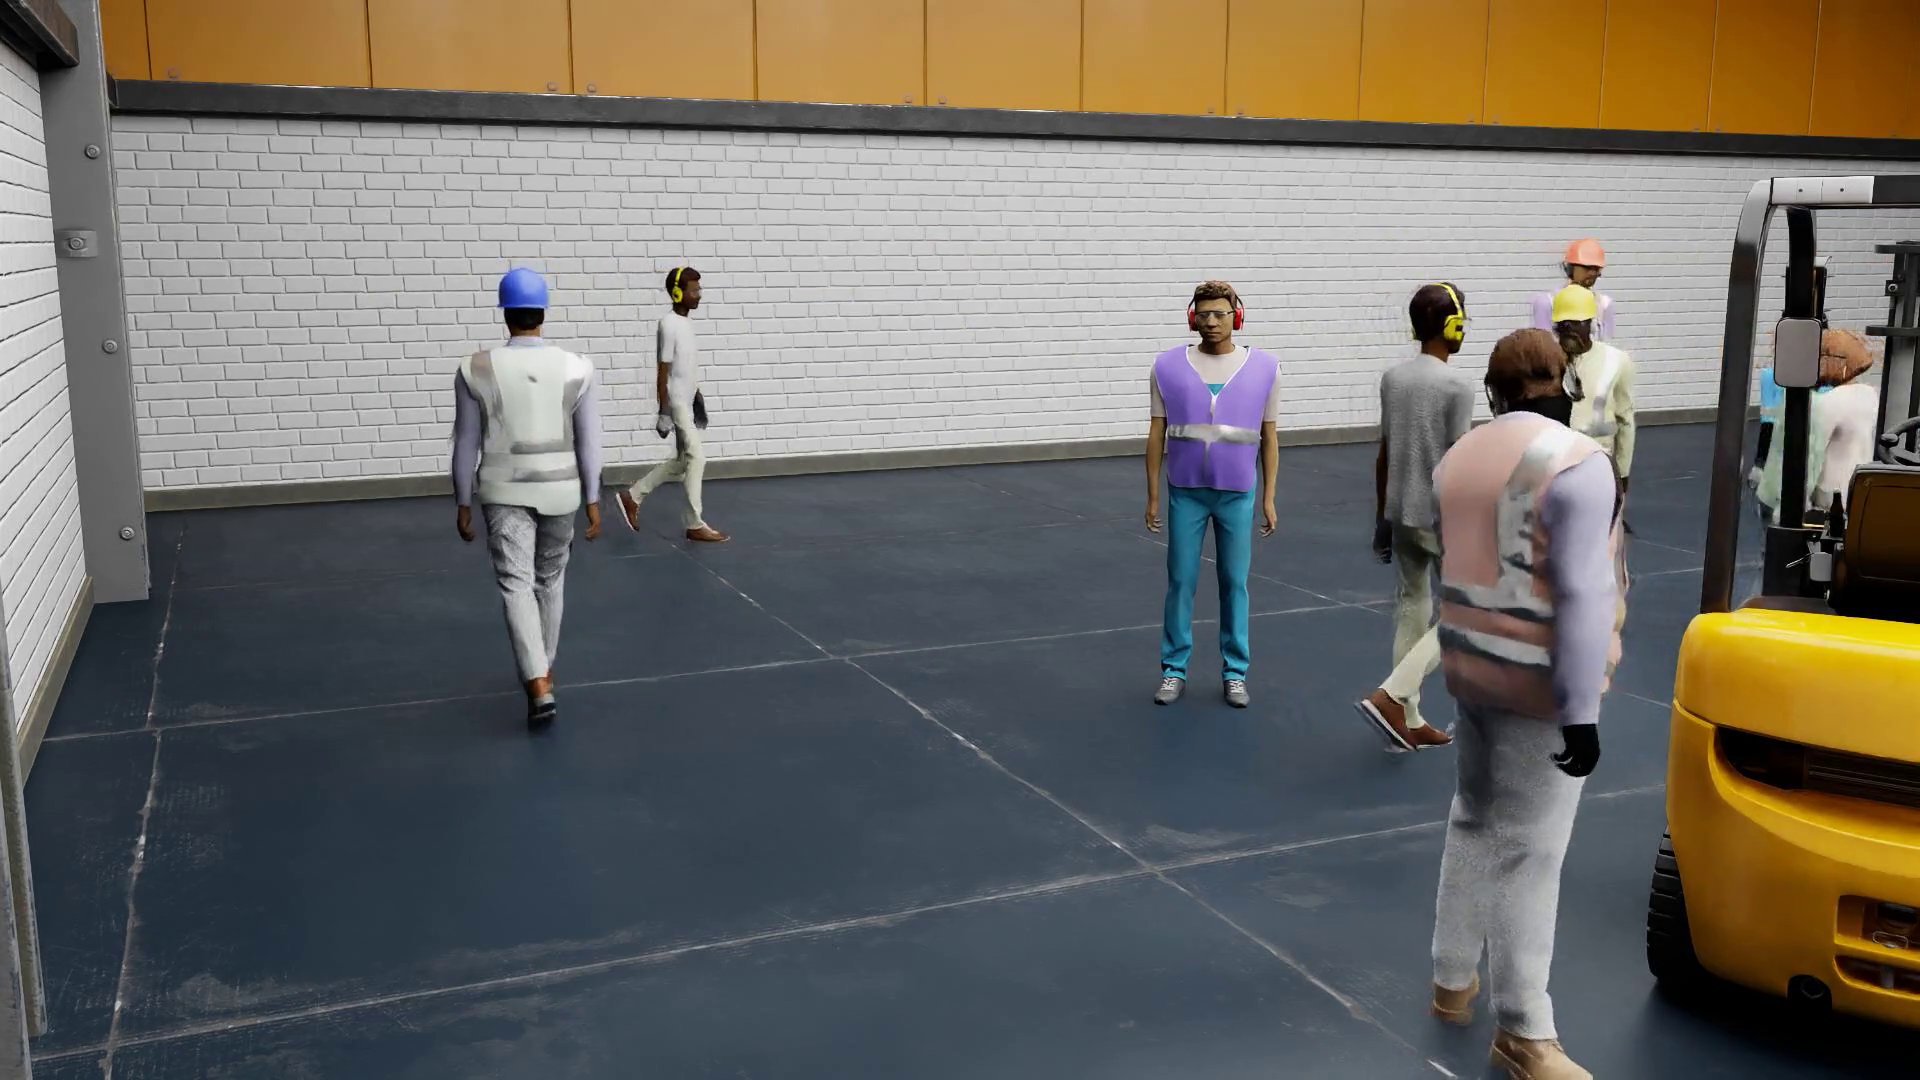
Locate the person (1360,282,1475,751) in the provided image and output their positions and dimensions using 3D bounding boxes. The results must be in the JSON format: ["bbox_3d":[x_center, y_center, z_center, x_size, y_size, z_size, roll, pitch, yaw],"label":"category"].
[{"bbox_3d":[1.801,-0.060,6.458,0.450,1.849,0.555,-5,11,-25],"label":"person"}]

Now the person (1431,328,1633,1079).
[{"bbox_3d":[1.418,0.397,4.097,0.433,1.810,0.747,-2,11,-12],"label":"person"}]

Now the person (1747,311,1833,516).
[{"bbox_3d":[4.357,-0.382,8.669,0.532,1.693,0.319,-3,11,-15],"label":"person"}]

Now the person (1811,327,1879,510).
[{"bbox_3d":[4.007,-0.165,7.665,0.512,1.619,0.333,-9,13,-39],"label":"person"}]

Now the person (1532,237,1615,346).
[{"bbox_3d":[4.253,-1.082,11.599,0.635,2.026,0.470,-2,11,-12],"label":"person"}]

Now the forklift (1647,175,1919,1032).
[{"bbox_3d":[2.810,0.094,4.662,1.214,2.155,2.313,7,12,34],"label":"forklift"}]

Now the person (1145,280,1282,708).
[{"bbox_3d":[1.091,-0.197,7.223,0.569,1.844,0.377,2,10,9],"label":"person"}]

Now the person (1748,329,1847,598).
[{"bbox_3d":[3.866,-0.151,7.581,0.499,1.611,0.524,4,11,21],"label":"person"}]

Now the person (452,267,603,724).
[{"bbox_3d":[-1.831,-0.202,7.086,0.615,1.910,0.956,-5,11,-23],"label":"person"}]

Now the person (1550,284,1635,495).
[{"bbox_3d":[3.079,-0.392,8.463,0.589,1.779,0.941,6,12,31],"label":"person"}]

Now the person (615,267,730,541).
[{"bbox_3d":[-1.945,-0.901,11.120,0.724,1.844,0.523,0,10,2],"label":"person"}]
